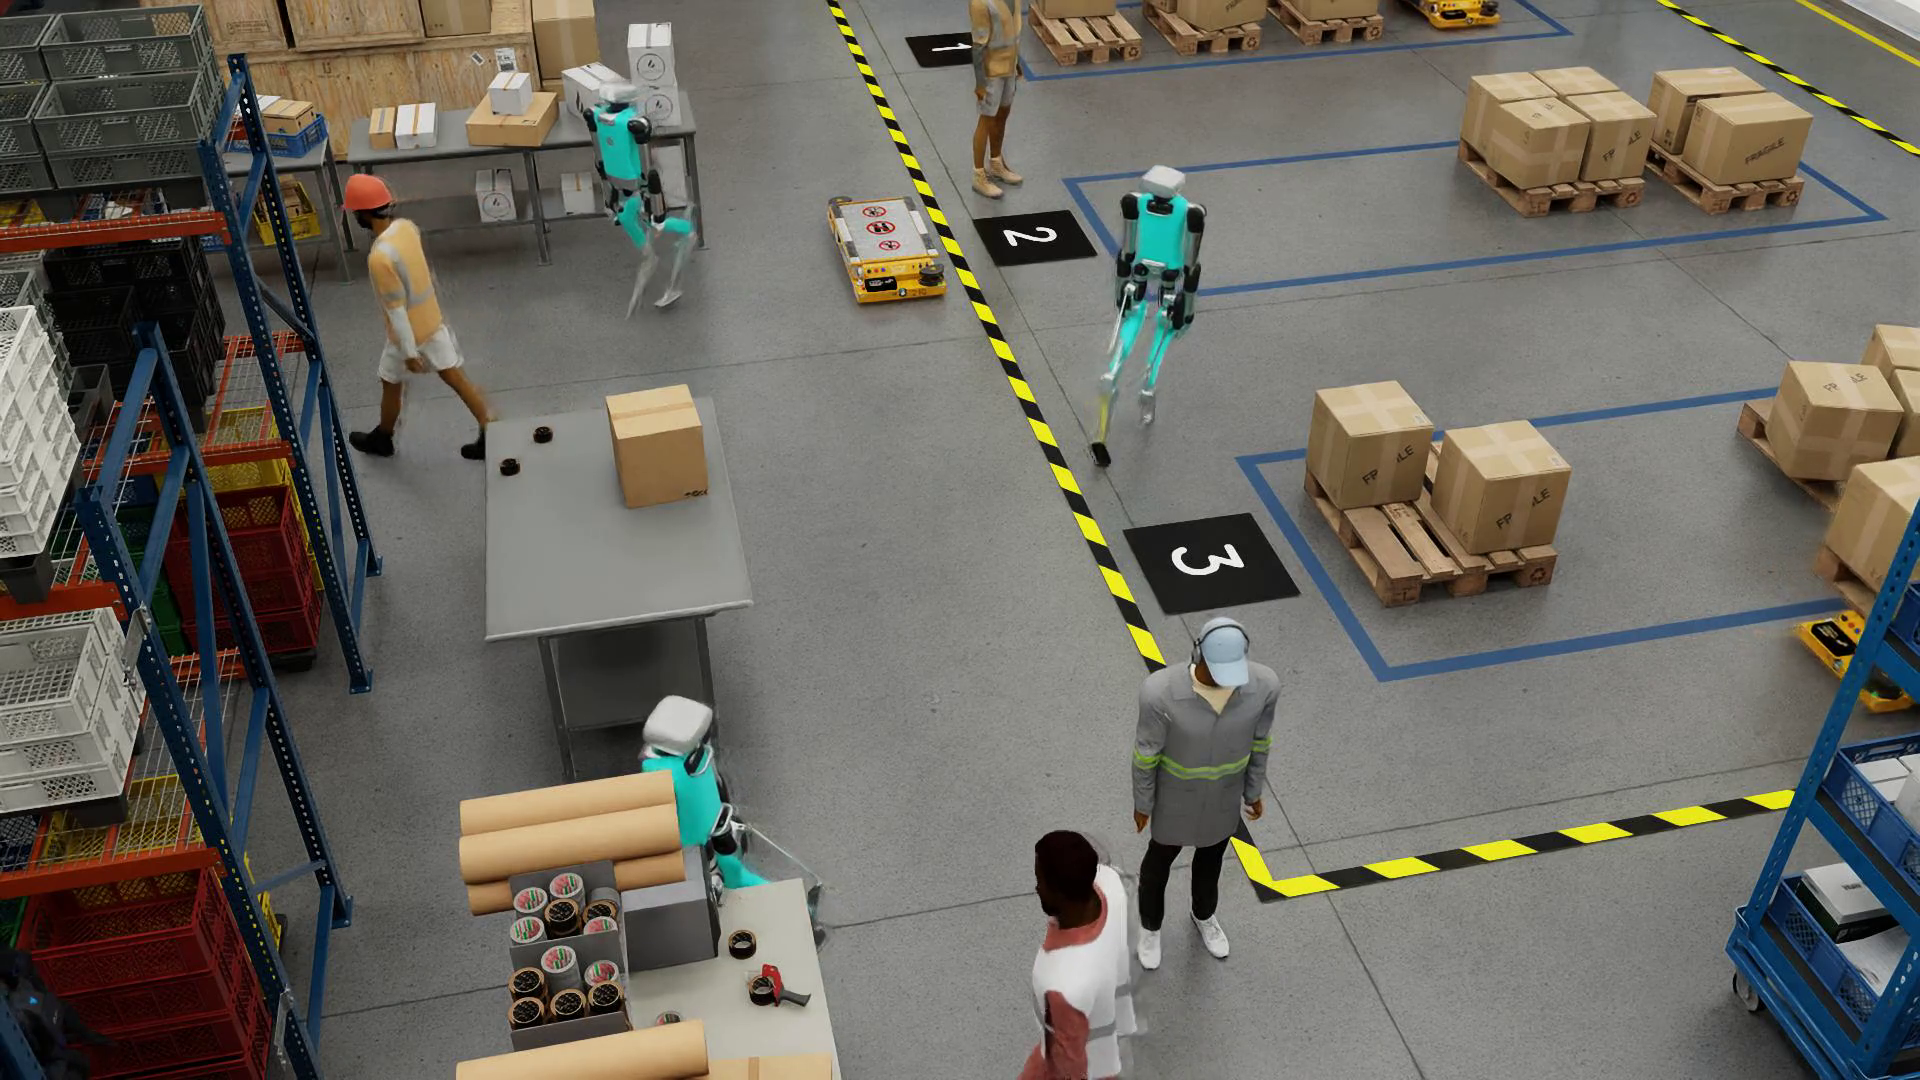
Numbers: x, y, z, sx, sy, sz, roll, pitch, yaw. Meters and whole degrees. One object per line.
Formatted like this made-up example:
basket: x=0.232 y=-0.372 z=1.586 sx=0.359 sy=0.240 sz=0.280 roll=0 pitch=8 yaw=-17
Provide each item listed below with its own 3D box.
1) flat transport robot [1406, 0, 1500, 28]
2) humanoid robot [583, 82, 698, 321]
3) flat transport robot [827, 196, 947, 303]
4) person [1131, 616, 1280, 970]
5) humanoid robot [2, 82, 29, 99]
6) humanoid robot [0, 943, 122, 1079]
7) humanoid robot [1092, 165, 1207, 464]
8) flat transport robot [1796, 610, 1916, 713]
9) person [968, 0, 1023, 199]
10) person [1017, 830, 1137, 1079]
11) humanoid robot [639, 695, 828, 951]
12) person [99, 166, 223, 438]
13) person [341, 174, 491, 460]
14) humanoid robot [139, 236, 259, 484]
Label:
flat transport robot: x=4.914 y=-5.615 z=17.078 sx=0.652 sy=0.197 sz=1.431 roll=-8 pitch=37 yaw=-10
humanoid robot: x=-2.132 y=-2.342 z=11.492 sx=0.541 sy=1.808 sz=0.800 roll=21 pitch=42 yaw=26
flat transport robot: x=-0.570 y=-2.220 z=12.538 sx=0.659 sy=0.231 sz=1.431 roll=-8 pitch=37 yaw=-10
person: x=0.987 y=1.042 z=6.829 sx=0.587 sy=1.850 sz=0.388 roll=-6 pitch=37 yaw=-8
humanoid robot: x=-7.278 y=-3.497 z=12.910 sx=0.735 sy=1.677 sz=0.533 roll=-18 pitch=40 yaw=-23
humanoid robot: x=-3.153 y=1.918 z=5.795 sx=0.356 sy=1.651 sz=0.608 roll=-8 pitch=37 yaw=-11
humanoid robot: x=1.063 y=-1.291 z=10.079 sx=0.545 sy=1.771 sz=0.933 roll=17 pitch=40 yaw=22
flat transport robot: x=5.290 y=0.530 z=8.819 sx=1.431 sy=0.197 sz=0.652 roll=-8 pitch=37 yaw=-10
person: x=0.324 y=-3.708 z=13.053 sx=0.390 sy=2.040 sz=0.613 roll=21 pitch=42 yaw=26
person: x=0.455 y=1.750 z=5.855 sx=0.773 sy=1.877 sz=0.594 roll=13 pitch=39 yaw=17
humanoid robot: x=-0.805 y=1.391 z=6.533 sx=0.732 sy=1.881 sz=0.539 roll=6 pitch=37 yaw=9
person: x=-4.943 y=-1.472 z=10.224 sx=0.504 sy=1.839 sz=0.337 roll=25 pitch=43 yaw=29
person: x=-3.299 y=-1.300 z=9.959 sx=1.008 sy=1.871 sz=0.545 roll=7 pitch=37 yaw=10
humanoid robot: x=-4.639 y=-0.909 z=9.568 sx=0.876 sy=1.762 sz=0.532 roll=-9 pitch=38 yaw=-12
